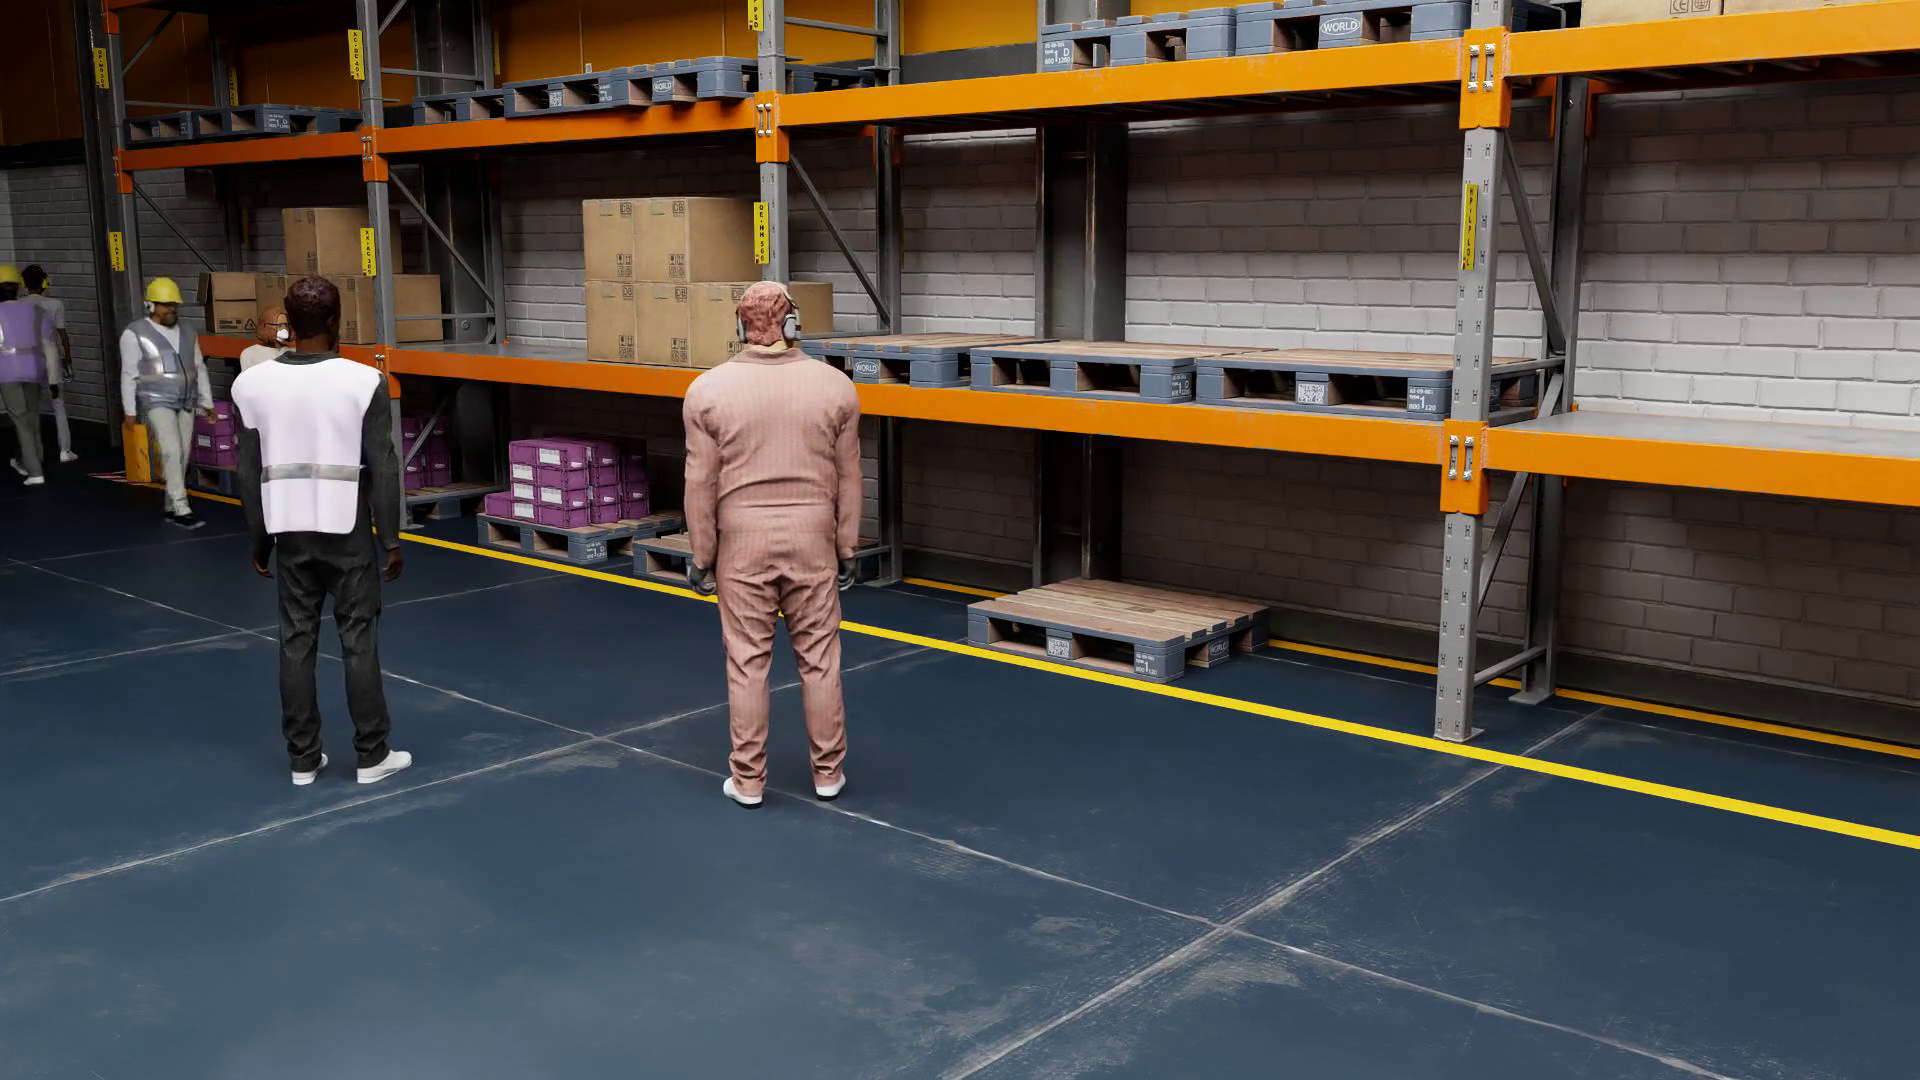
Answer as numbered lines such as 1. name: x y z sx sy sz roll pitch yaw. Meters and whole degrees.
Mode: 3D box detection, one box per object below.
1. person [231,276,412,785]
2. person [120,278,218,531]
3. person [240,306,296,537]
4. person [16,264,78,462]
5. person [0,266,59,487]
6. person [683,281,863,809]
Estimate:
1. person: -2.399 -0.023 6.258 0.590 1.918 0.389 0 10 2
2. person: -5.622 -0.981 12.023 0.659 1.802 0.622 4 11 24
3. person: -4.704 -0.793 11.486 0.274 1.629 0.498 7 12 36
4. person: -8.684 -1.662 15.731 0.537 1.869 0.312 -4 11 -20
5. person: -8.130 -1.411 14.308 0.988 1.865 0.591 8 13 38
6. person: -0.675 0.024 6.036 0.643 1.905 0.400 -2 10 -13
